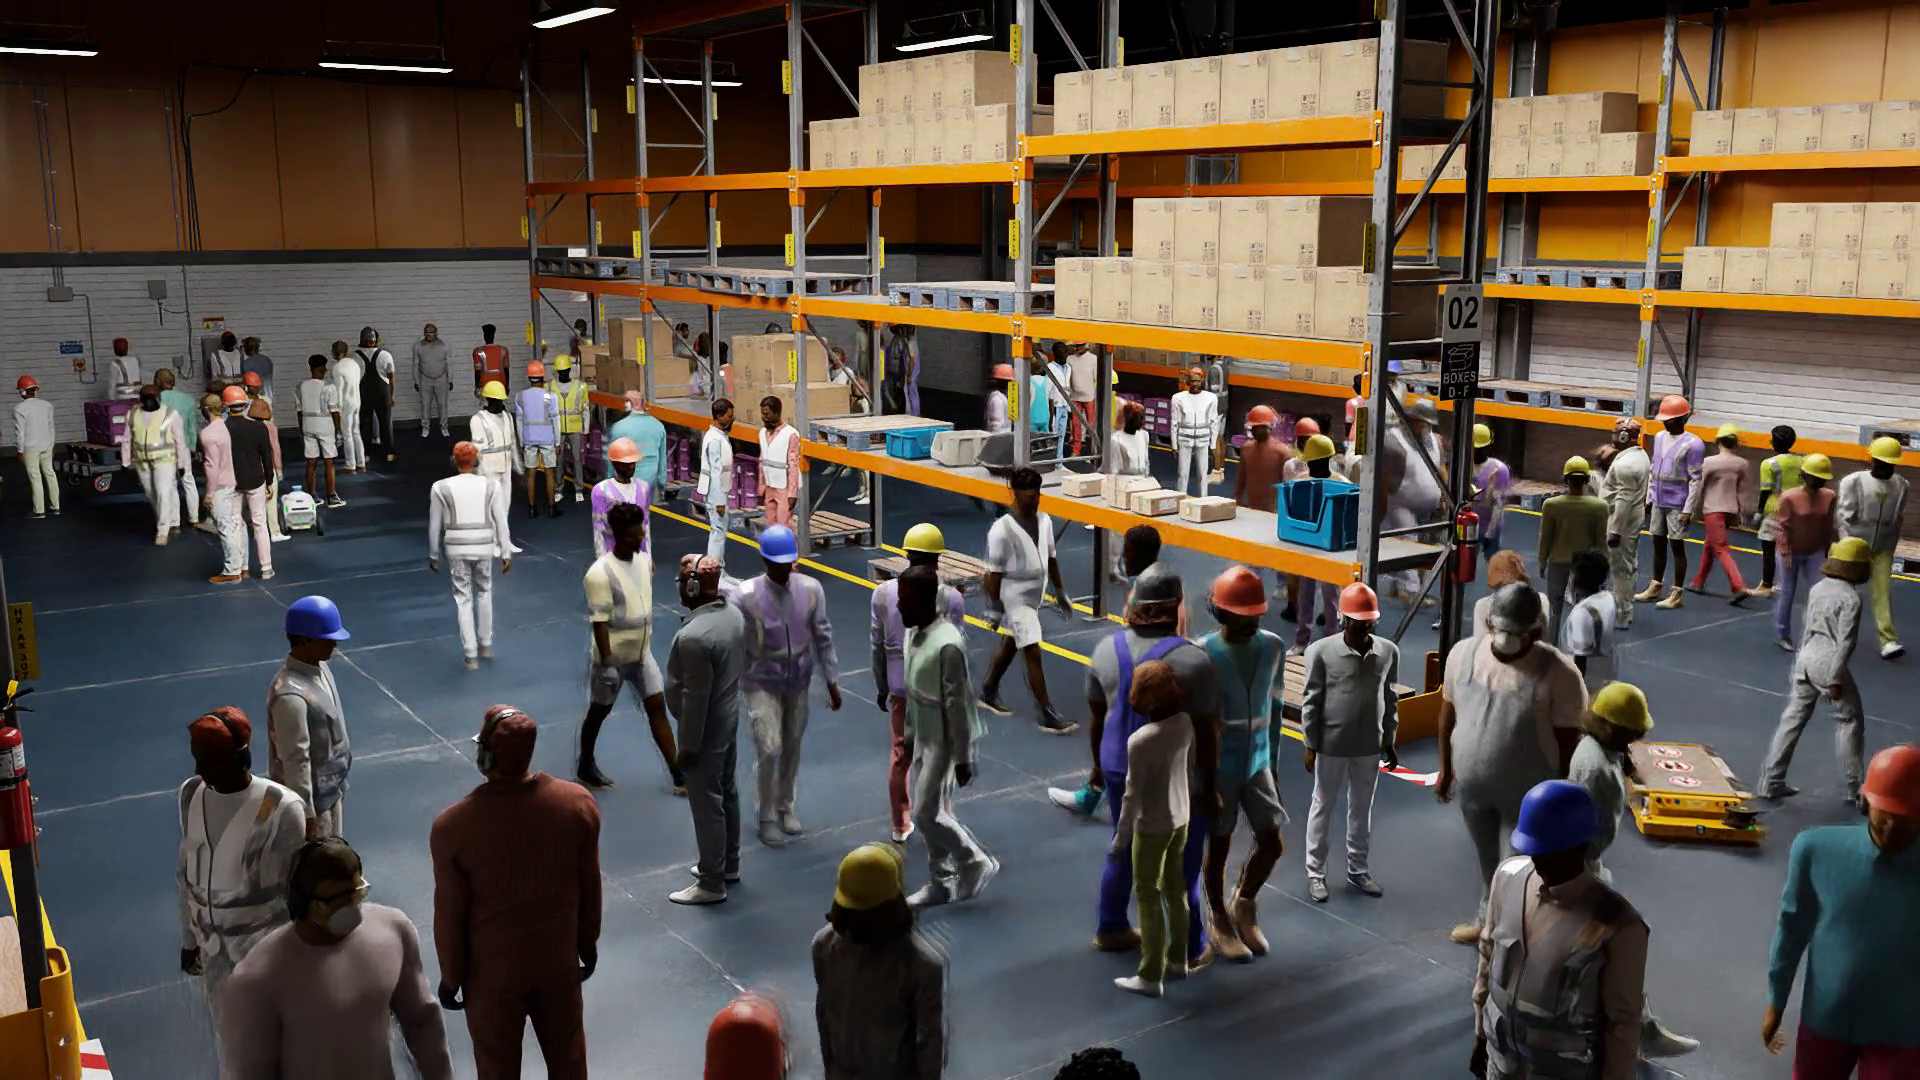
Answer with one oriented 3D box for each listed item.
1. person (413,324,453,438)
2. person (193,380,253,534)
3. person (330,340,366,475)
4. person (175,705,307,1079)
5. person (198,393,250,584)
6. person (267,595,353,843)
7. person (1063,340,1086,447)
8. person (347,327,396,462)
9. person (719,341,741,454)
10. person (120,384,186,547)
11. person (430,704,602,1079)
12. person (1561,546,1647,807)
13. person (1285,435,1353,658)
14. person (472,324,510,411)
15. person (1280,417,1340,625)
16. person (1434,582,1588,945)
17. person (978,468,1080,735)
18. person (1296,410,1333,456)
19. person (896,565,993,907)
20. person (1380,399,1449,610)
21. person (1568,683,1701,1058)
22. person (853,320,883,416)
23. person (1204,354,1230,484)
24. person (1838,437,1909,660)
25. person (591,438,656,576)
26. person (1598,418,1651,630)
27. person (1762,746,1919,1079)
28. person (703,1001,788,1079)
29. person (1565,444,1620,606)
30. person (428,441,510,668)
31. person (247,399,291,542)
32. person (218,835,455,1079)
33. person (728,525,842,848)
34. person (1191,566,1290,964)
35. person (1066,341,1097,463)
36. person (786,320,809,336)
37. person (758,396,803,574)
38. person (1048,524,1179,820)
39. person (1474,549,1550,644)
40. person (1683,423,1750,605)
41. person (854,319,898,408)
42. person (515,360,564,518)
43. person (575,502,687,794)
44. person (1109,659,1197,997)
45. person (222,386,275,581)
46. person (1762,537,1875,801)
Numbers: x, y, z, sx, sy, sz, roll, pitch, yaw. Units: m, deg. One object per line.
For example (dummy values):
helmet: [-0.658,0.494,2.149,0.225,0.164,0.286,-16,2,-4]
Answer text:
person: [-8.818,-2.667,27.857,0.644,1.904,0.399,-3,12,-17]
person: [-8.578,-0.969,19.447,0.693,1.793,0.944,5,12,23]
person: [-8.793,-1.893,23.849,0.377,1.930,0.629,2,11,9]
person: [-2.744,1.540,6.369,0.573,1.887,0.355,3,12,17]
person: [-7.438,-0.517,16.768,0.372,1.936,0.629,1,11,3]
person: [-3.082,1.208,7.964,0.419,1.933,0.616,-2,11,-10]
person: [1.838,-2.408,26.755,0.409,1.823,0.587,-5,12,-24]
person: [-8.885,-2.202,25.122,0.672,2.000,0.536,-5,12,-22]
person: [-3.290,-1.793,23.254,0.380,1.952,0.601,6,13,29]
person: [-9.152,-0.867,18.889,0.632,1.812,0.827,-1,11,-3]
person: [-1.664,1.547,6.268,0.641,1.913,0.407,-8,13,-34]
person: [3.944,0.864,10.368,0.738,1.669,0.535,10,15,40]
person: [2.970,0.078,13.770,0.392,1.918,0.589,-10,15,-43]
person: [-7.569,-2.511,26.895,0.607,1.966,0.367,-8,14,-36]
person: [3.183,-0.140,14.947,0.592,1.905,0.757,-4,12,-18]
person: [2.656,1.123,8.104,0.698,2.000,0.707,-10,15,-41]
person: [0.479,0.413,12.078,0.997,1.919,0.627,8,14,37]
person: [3.691,-0.524,17.446,0.368,1.677,0.565,-5,12,-23]
person: [-0.121,1.056,8.809,0.438,1.897,0.637,-5,12,-23]
person: [4.358,-0.363,15.708,0.689,2.000,0.955,-6,13,-30]
person: [2.857,1.434,7.436,0.903,1.678,0.555,3,12,16]
person: [-1.616,-3.167,30.475,0.889,1.874,0.608,9,14,37]
person: [3.512,-1.791,23.010,0.379,2.045,0.605,5,12,23]
person: [7.697,0.054,14.054,0.597,1.862,1.001,1,11,5]
person: [-2.694,0.135,13.422,0.365,1.939,0.542,10,15,42]
person: [5.931,-0.147,14.945,0.401,1.910,0.640,7,13,32]
person: [3.147,1.620,5.750,0.626,1.969,0.769,9,14,39]
person: [-0.542,2.002,4.376,0.584,1.731,0.421,1,11,4]
person: [5.904,-0.116,15.525,0.519,1.612,0.680,-6,13,-30]
person: [-4.085,0.102,13.797,0.616,1.857,0.712,-5,12,-26]
person: [-7.945,-0.794,18.960,0.501,1.633,0.281,3,12,17]
person: [-1.813,1.797,5.030,1.005,1.885,0.653,7,13,31]
person: [-1.046,0.852,9.801,0.644,1.920,0.631,-6,13,-29]
person: [1.360,1.118,8.169,0.617,2.021,0.461,-4,12,-21]
person: [1.836,-2.140,24.963,0.616,1.985,0.413,7,13,33]
person: [-3.056,-3.231,30.988,0.684,1.815,0.441,9,14,38]
person: [-1.812,-0.509,16.810,0.391,1.906,0.609,-9,15,-40]
person: [1.048,0.827,10.051,0.989,1.863,0.621,5,12,24]
person: [3.473,0.880,10.428,0.543,1.619,0.499,-1,11,-5]
person: [7.361,-0.260,15.991,0.522,1.720,0.876,-4,12,-18]
person: [-1.599,-3.348,31.241,0.882,1.942,0.694,4,12,20]
person: [-5.149,-1.226,20.378,0.547,1.942,0.349,1,11,3]
person: [-2.091,0.703,10.582,1.013,1.907,0.634,6,13,28]
person: [0.933,1.364,7.920,0.292,1.632,0.508,10,15,41]
person: [-7.287,-0.569,16.884,0.613,1.995,0.384,-5,12,-26]
person: [5.535,0.823,10.528,0.821,1.694,0.494,-1,11,-7]
